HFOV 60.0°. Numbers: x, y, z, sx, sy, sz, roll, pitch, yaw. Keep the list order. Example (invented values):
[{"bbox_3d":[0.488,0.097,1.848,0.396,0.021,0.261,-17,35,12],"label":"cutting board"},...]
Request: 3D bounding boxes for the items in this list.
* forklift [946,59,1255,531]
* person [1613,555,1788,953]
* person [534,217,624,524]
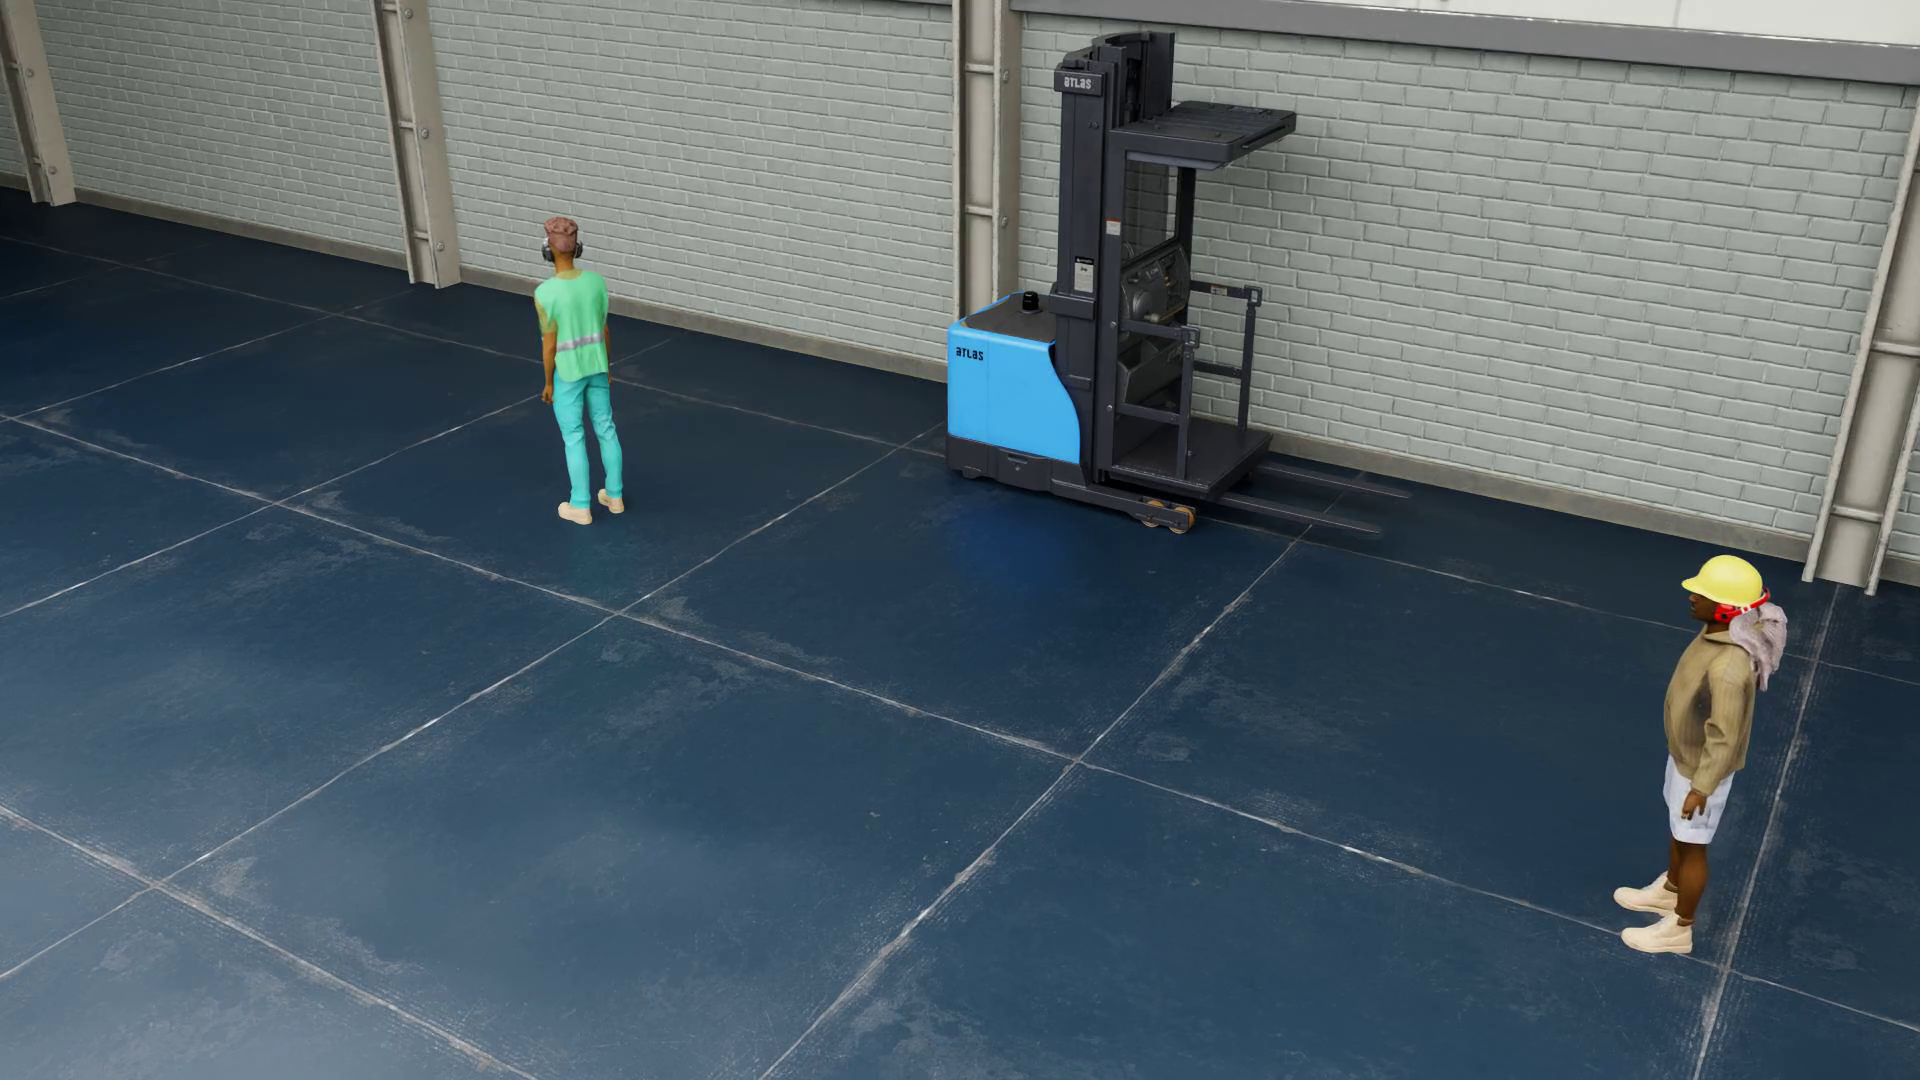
[{"bbox_3d":[0.933,-1.707,10.833,1.873,2.768,1.129,15,29,28],"label":"forklift"},{"bbox_3d":[2.972,0.873,6.661,0.402,1.763,0.543,8,26,16],"label":"person"},{"bbox_3d":[-2.404,-1.051,10.486,0.484,1.978,0.402,-20,32,-36],"label":"person"}]
